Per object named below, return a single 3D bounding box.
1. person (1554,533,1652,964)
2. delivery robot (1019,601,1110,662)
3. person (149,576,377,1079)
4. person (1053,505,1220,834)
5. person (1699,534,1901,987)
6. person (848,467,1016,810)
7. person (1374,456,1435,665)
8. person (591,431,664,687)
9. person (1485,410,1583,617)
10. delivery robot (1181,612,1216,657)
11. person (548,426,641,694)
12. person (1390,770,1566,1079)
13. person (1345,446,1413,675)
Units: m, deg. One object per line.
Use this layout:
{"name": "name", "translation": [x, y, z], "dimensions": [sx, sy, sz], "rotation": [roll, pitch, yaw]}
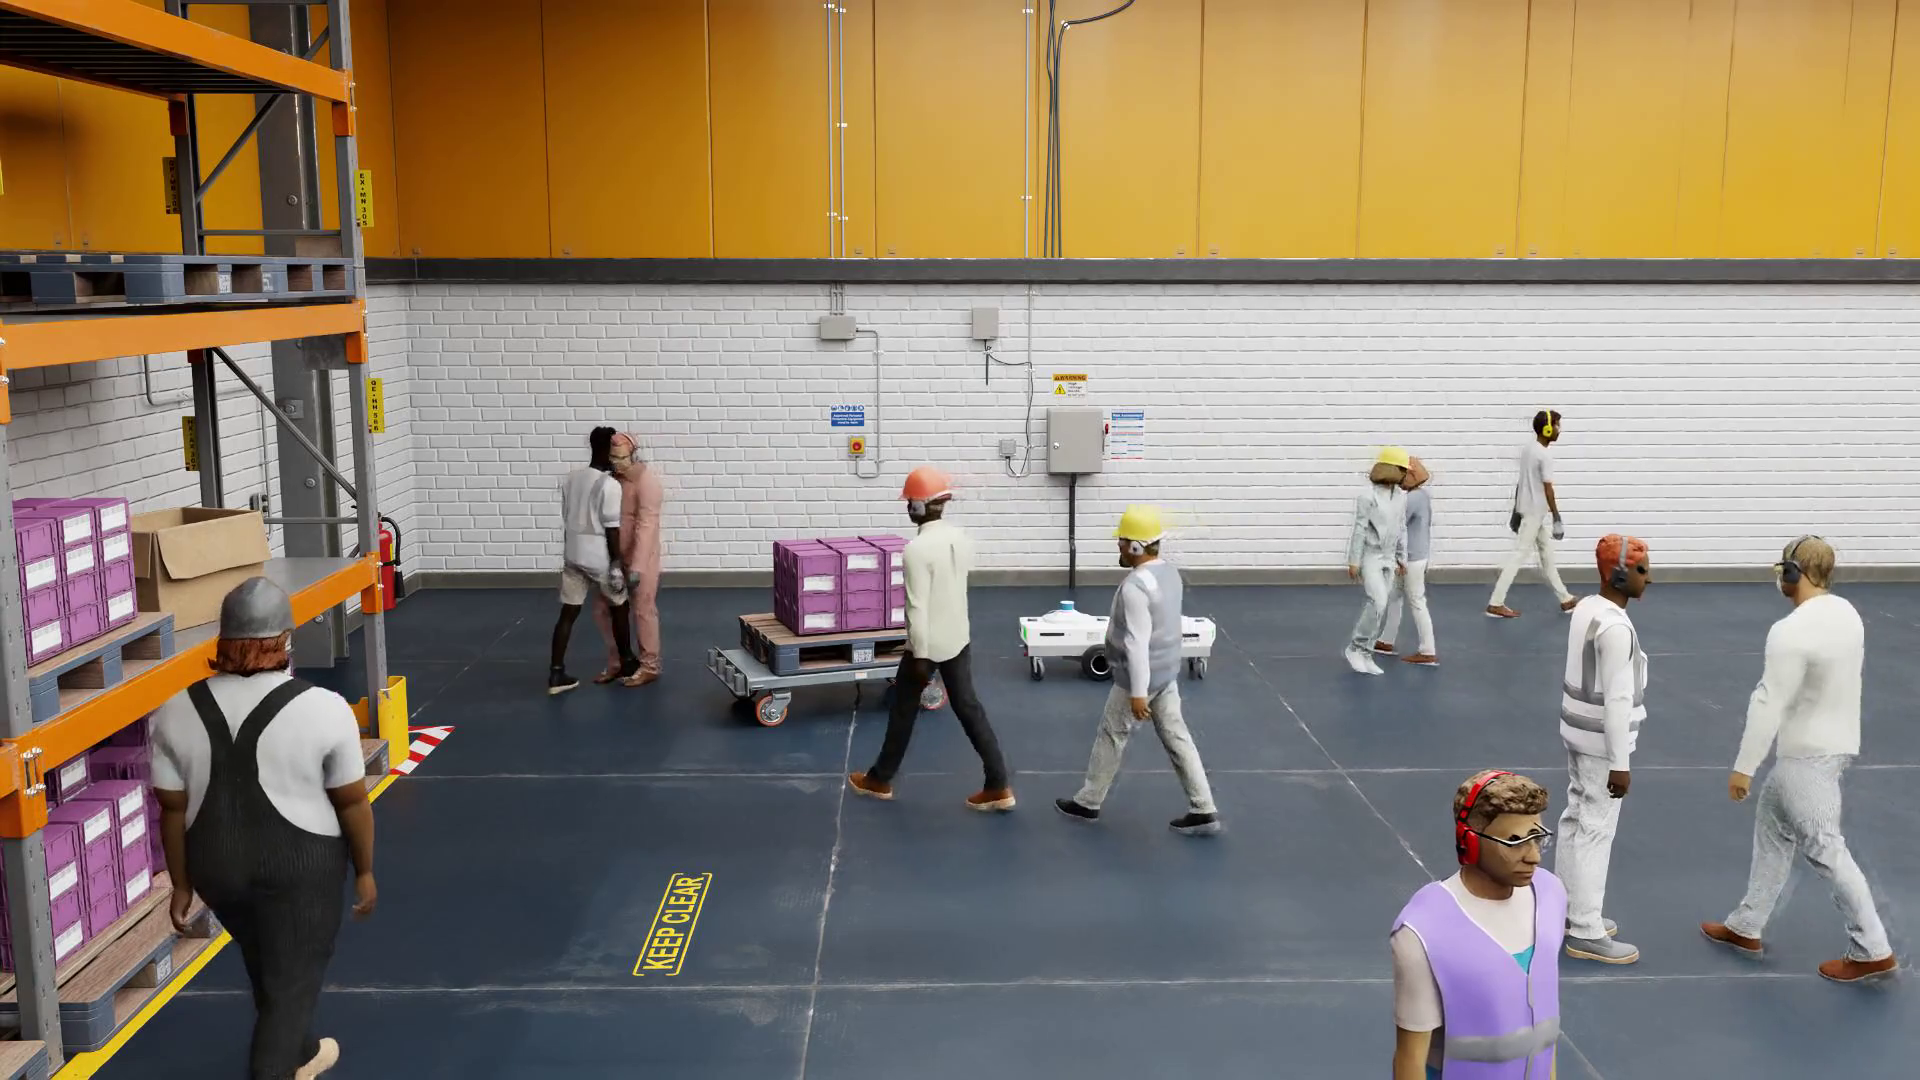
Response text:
{"name": "person", "translation": [2.837, 0.905, 7.356], "dimensions": [0.337, 1.882, 0.584], "rotation": [1, 9, 6]}
{"name": "delivery robot", "translation": [0.797, 0.697, 12.409], "dimensions": [0.707, 0.478, 0.477], "rotation": [0, 9, -1]}
{"name": "person", "translation": [-2.380, 1.089, 5.745], "dimensions": [0.688, 2.000, 1.023], "rotation": [0, 9, 3]}
{"name": "person", "translation": [0.990, 0.699, 8.933], "dimensions": [0.955, 1.786, 0.606], "rotation": [6, 11, 31]}
{"name": "person", "translation": [3.689, 0.943, 7.122], "dimensions": [0.748, 1.890, 0.835], "rotation": [-8, 12, -40]}
{"name": "person", "translation": [-0.125, 0.555, 9.347], "dimensions": [1.048, 1.942, 0.644], "rotation": [6, 11, 32]}
{"name": "person", "translation": [3.376, 0.152, 12.836], "dimensions": [0.725, 1.604, 0.493], "rotation": [5, 11, 29]}
{"name": "person", "translation": [-2.421, 0.154, 11.997], "dimensions": [0.568, 1.874, 0.661], "rotation": [-9, 13, -43]}
{"name": "person", "translation": [5.063, -0.216, 14.440], "dimensions": [1.001, 1.813, 0.568], "rotation": [0, 9, 1]}
{"name": "delivery robot", "translation": [1.527, 0.706, 12.352], "dimensions": [0.707, 0.478, 0.477], "rotation": [-1, 9, -7]}
{"name": "person", "translation": [-2.595, 0.131, 12.027], "dimensions": [0.707, 1.905, 0.922], "rotation": [8, 12, 39]}
{"name": "person", "translation": [1.276, 1.451, 4.165], "dimensions": [0.567, 1.839, 0.386], "rotation": [-6, 11, -34]}
{"name": "person", "translation": [3.134, 0.156, 12.418], "dimensions": [0.515, 1.716, 0.400], "rotation": [-6, 11, -33]}
